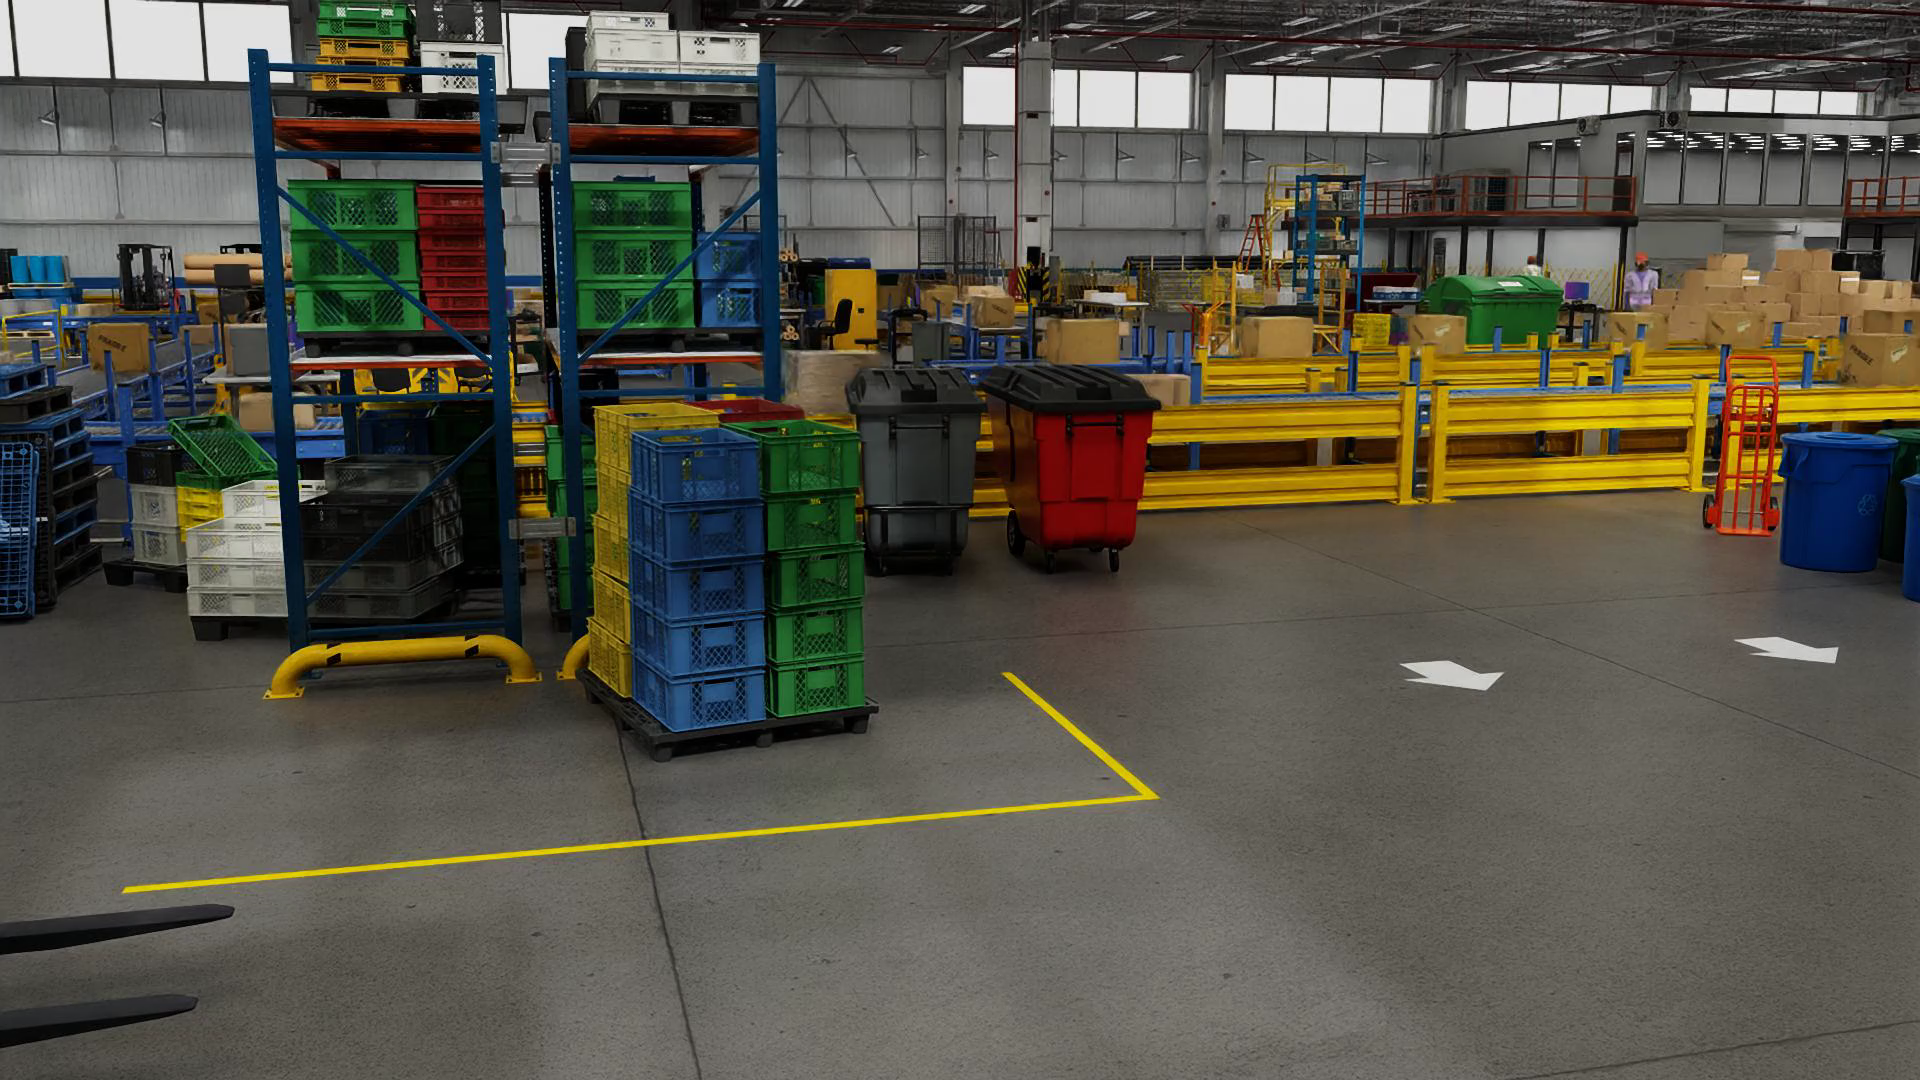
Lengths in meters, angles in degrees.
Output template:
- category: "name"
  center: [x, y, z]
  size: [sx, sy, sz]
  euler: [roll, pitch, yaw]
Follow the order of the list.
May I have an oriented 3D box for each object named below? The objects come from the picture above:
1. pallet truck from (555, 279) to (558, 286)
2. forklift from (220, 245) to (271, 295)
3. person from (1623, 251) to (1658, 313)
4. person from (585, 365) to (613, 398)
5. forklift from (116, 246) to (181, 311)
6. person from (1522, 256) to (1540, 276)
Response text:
- category: "pallet truck"
  center: [-10.604, -6.375, 44.520]
  size: [0.653, 1.274, 1.630]
  euler: [-3, 10, -15]
- category: "forklift"
  center: [-17.749, -6.334, 41.440]
  size: [1.157, 1.987, 2.680]
  euler: [-3, 10, -17]
- category: "person"
  center: [13.377, -4.653, 32.722]
  size: [0.633, 2.023, 0.425]
  euler: [4, 11, 20]
- category: "person"
  center: [-4.758, -2.554, 21.610]
  size: [0.530, 1.755, 0.401]
  euler: [-10, 14, -43]
- category: "forklift"
  center: [-19.966, -6.232, 40.894]
  size: [1.157, 1.987, 2.680]
  euler: [-3, 10, -15]
- category: "person"
  center: [17.174, -7.619, 50.101]
  size: [0.595, 1.828, 1.025]
  euler: [-3, 10, -16]
